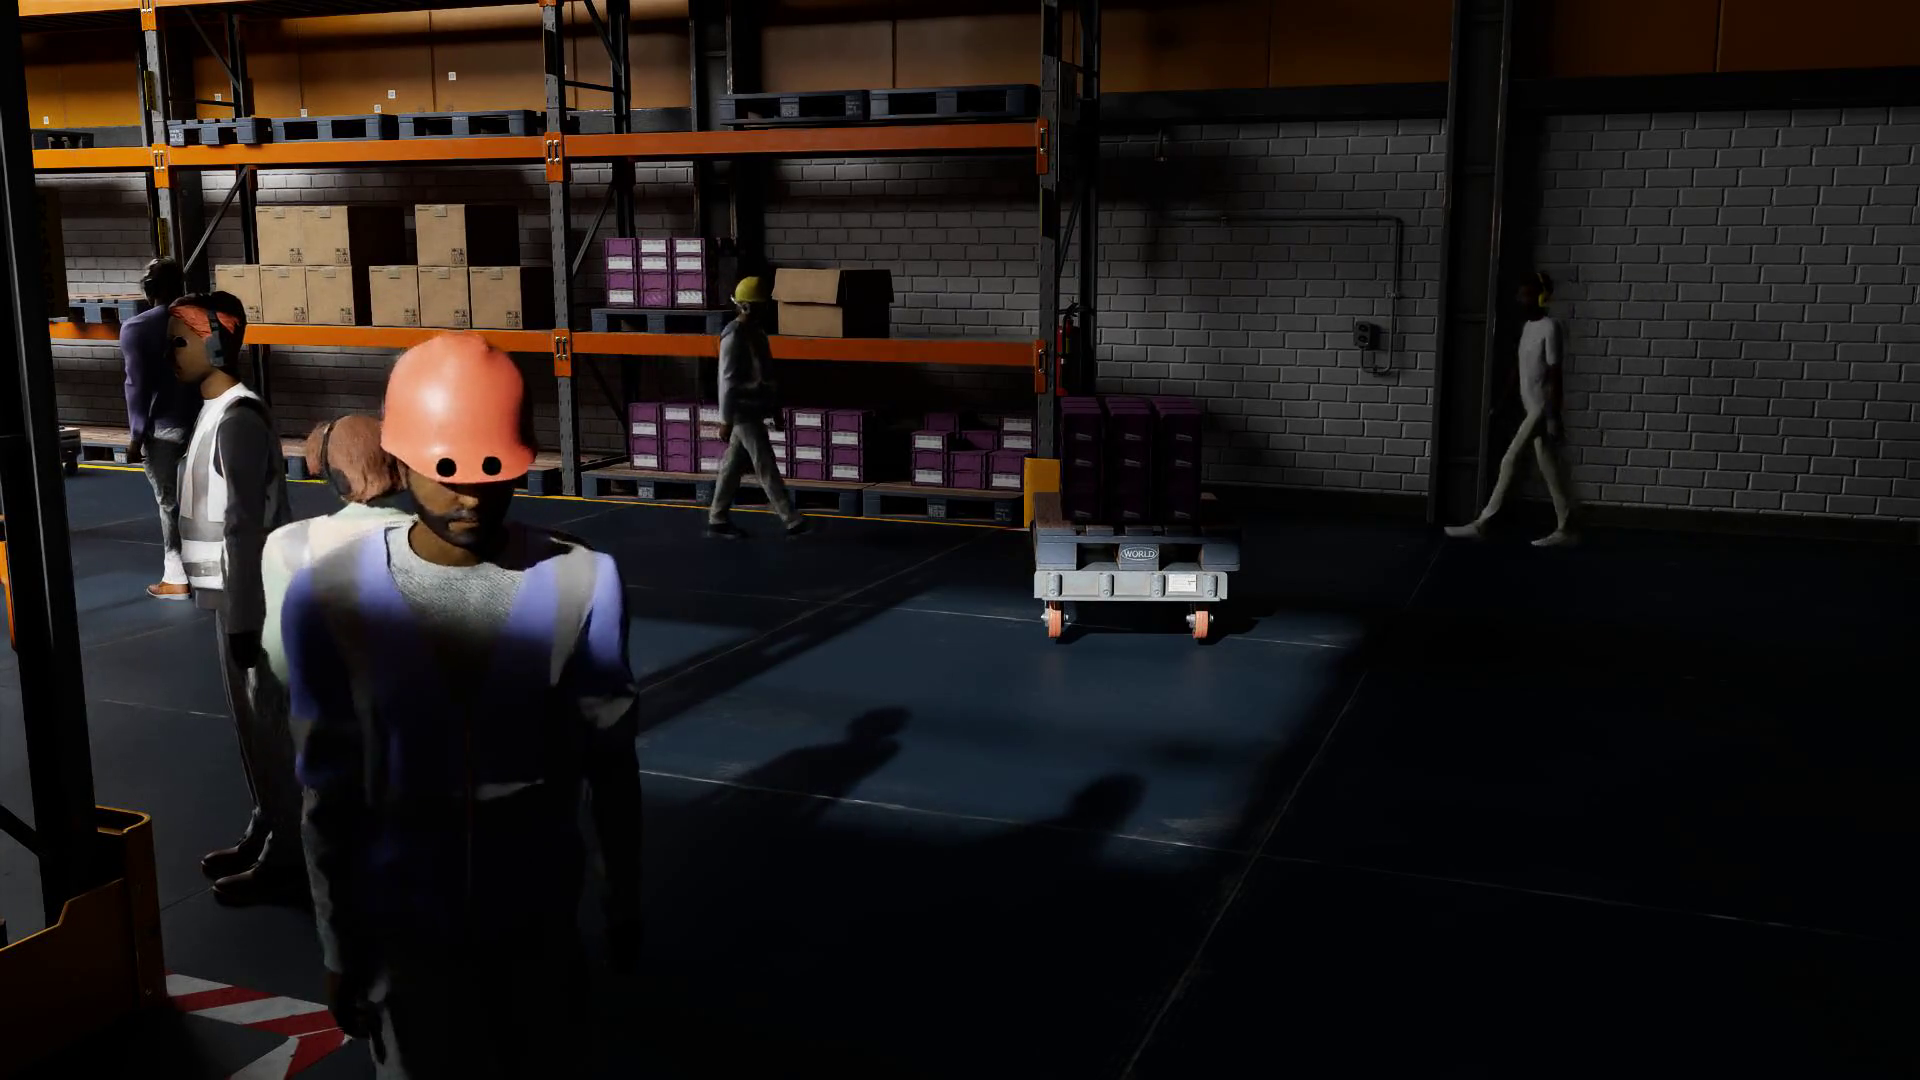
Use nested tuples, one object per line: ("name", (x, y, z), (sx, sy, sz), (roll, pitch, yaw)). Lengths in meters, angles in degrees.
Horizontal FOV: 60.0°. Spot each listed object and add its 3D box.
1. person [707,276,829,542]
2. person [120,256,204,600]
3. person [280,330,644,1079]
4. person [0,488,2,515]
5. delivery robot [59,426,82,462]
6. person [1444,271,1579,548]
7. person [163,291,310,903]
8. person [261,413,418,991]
("person", (-1.329, -0.871, 11.209), (0.911, 1.782, 0.623), (2, 10, 9))
("person", (-4.449, -0.630, 9.456), (0.372, 1.940, 0.631), (5, 11, 27))
("person", (-0.823, 0.585, 2.825), (0.552, 1.902, 0.694), (-4, 11, -20))
("person", (-6.692, -0.935, 11.422), (0.429, 1.845, 0.622), (3, 11, 15))
("delivery robot", (-7.973, -0.867, 14.369), (0.707, 0.478, 0.477), (3, 11, 16))
("person", (3.678, -0.841, 10.959), (0.966, 1.818, 0.535), (2, 10, 9))
("person", (-2.230, 0.175, 5.157), (0.351, 1.878, 0.569), (-5, 11, -25))
("person", (-1.409, 0.492, 4.098), (0.534, 1.612, 0.445), (-4, 11, -20))
